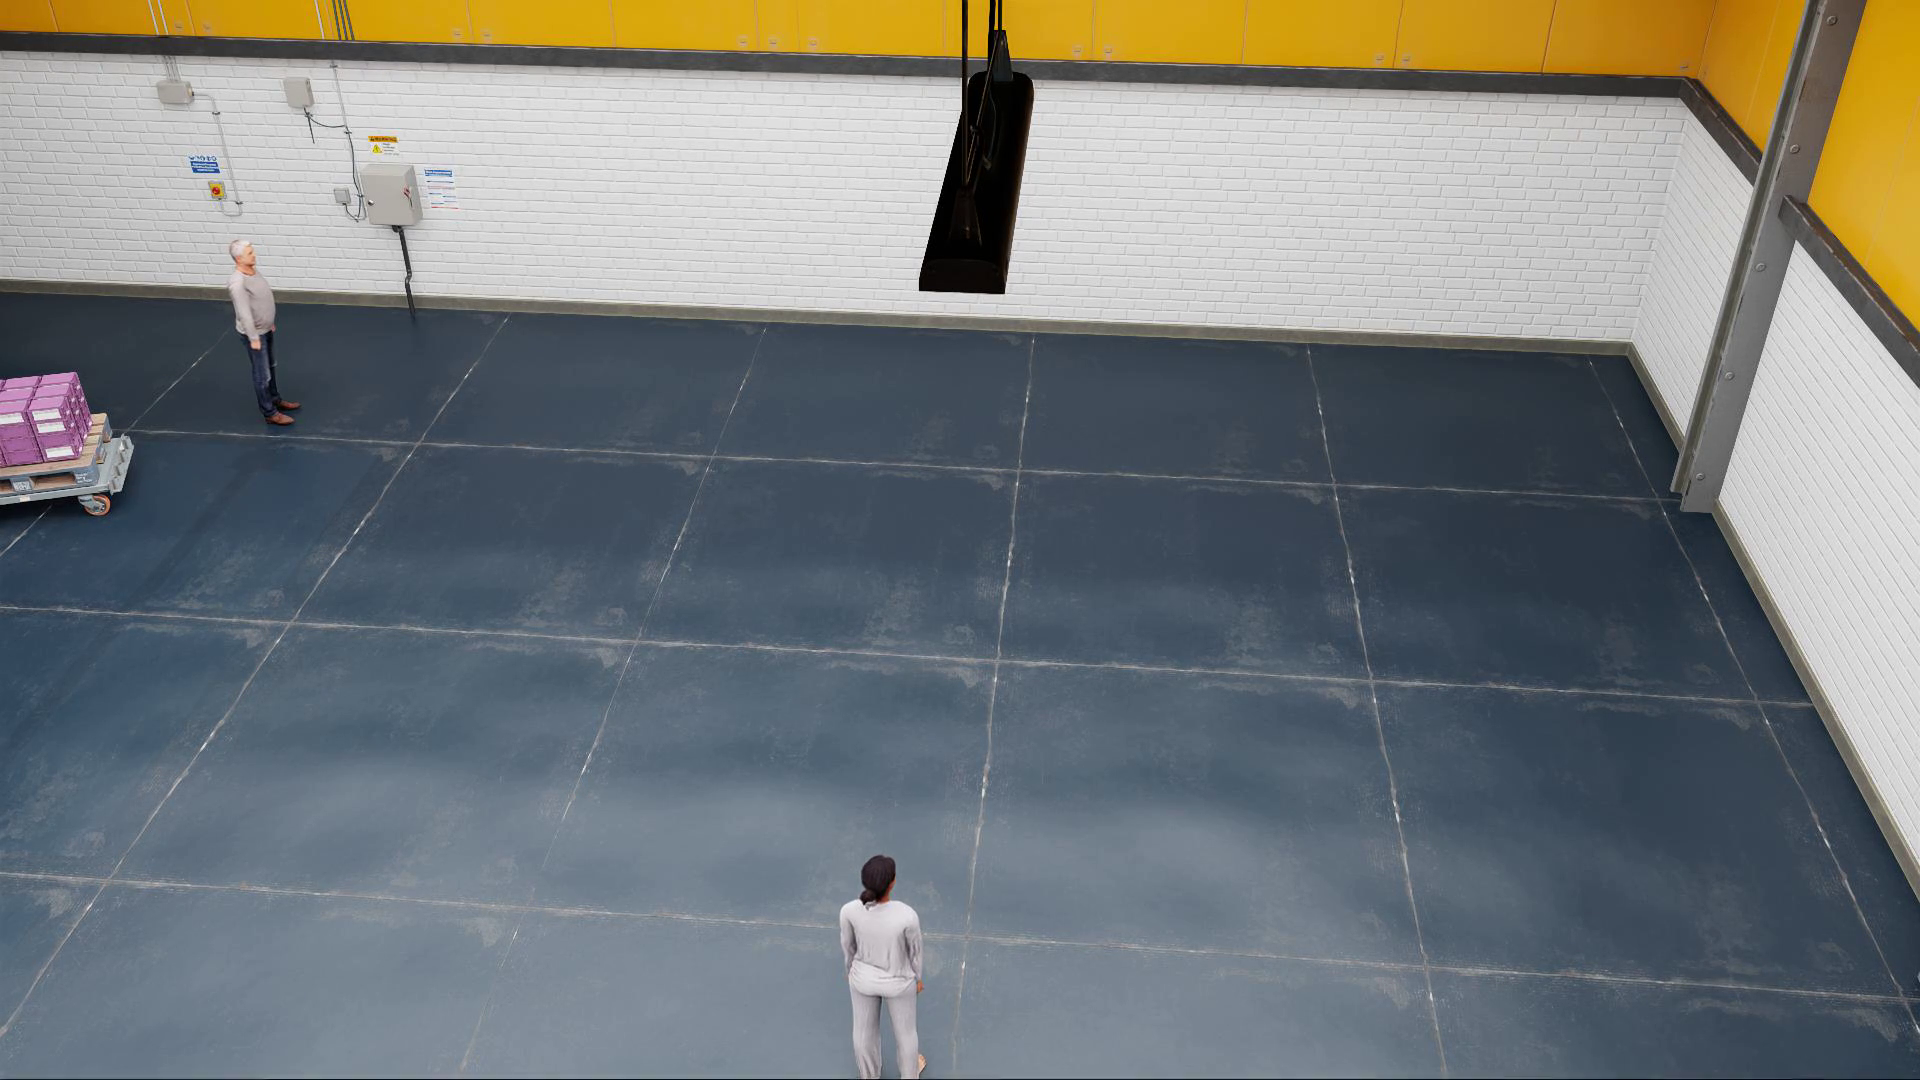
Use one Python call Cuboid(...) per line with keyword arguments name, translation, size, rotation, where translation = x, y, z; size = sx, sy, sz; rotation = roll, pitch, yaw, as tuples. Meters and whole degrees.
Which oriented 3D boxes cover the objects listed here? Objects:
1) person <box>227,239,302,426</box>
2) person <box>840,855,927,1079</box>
Cuboid(name="person", translation=(-6.933, -2.066, 16.395), size=(0.836, 1.909, 0.633), rotation=(-3, 34, -4))
Cuboid(name="person", translation=(-0.445, 2.526, 9.641), size=(0.639, 1.739, 0.551), rotation=(5, 34, 8))
